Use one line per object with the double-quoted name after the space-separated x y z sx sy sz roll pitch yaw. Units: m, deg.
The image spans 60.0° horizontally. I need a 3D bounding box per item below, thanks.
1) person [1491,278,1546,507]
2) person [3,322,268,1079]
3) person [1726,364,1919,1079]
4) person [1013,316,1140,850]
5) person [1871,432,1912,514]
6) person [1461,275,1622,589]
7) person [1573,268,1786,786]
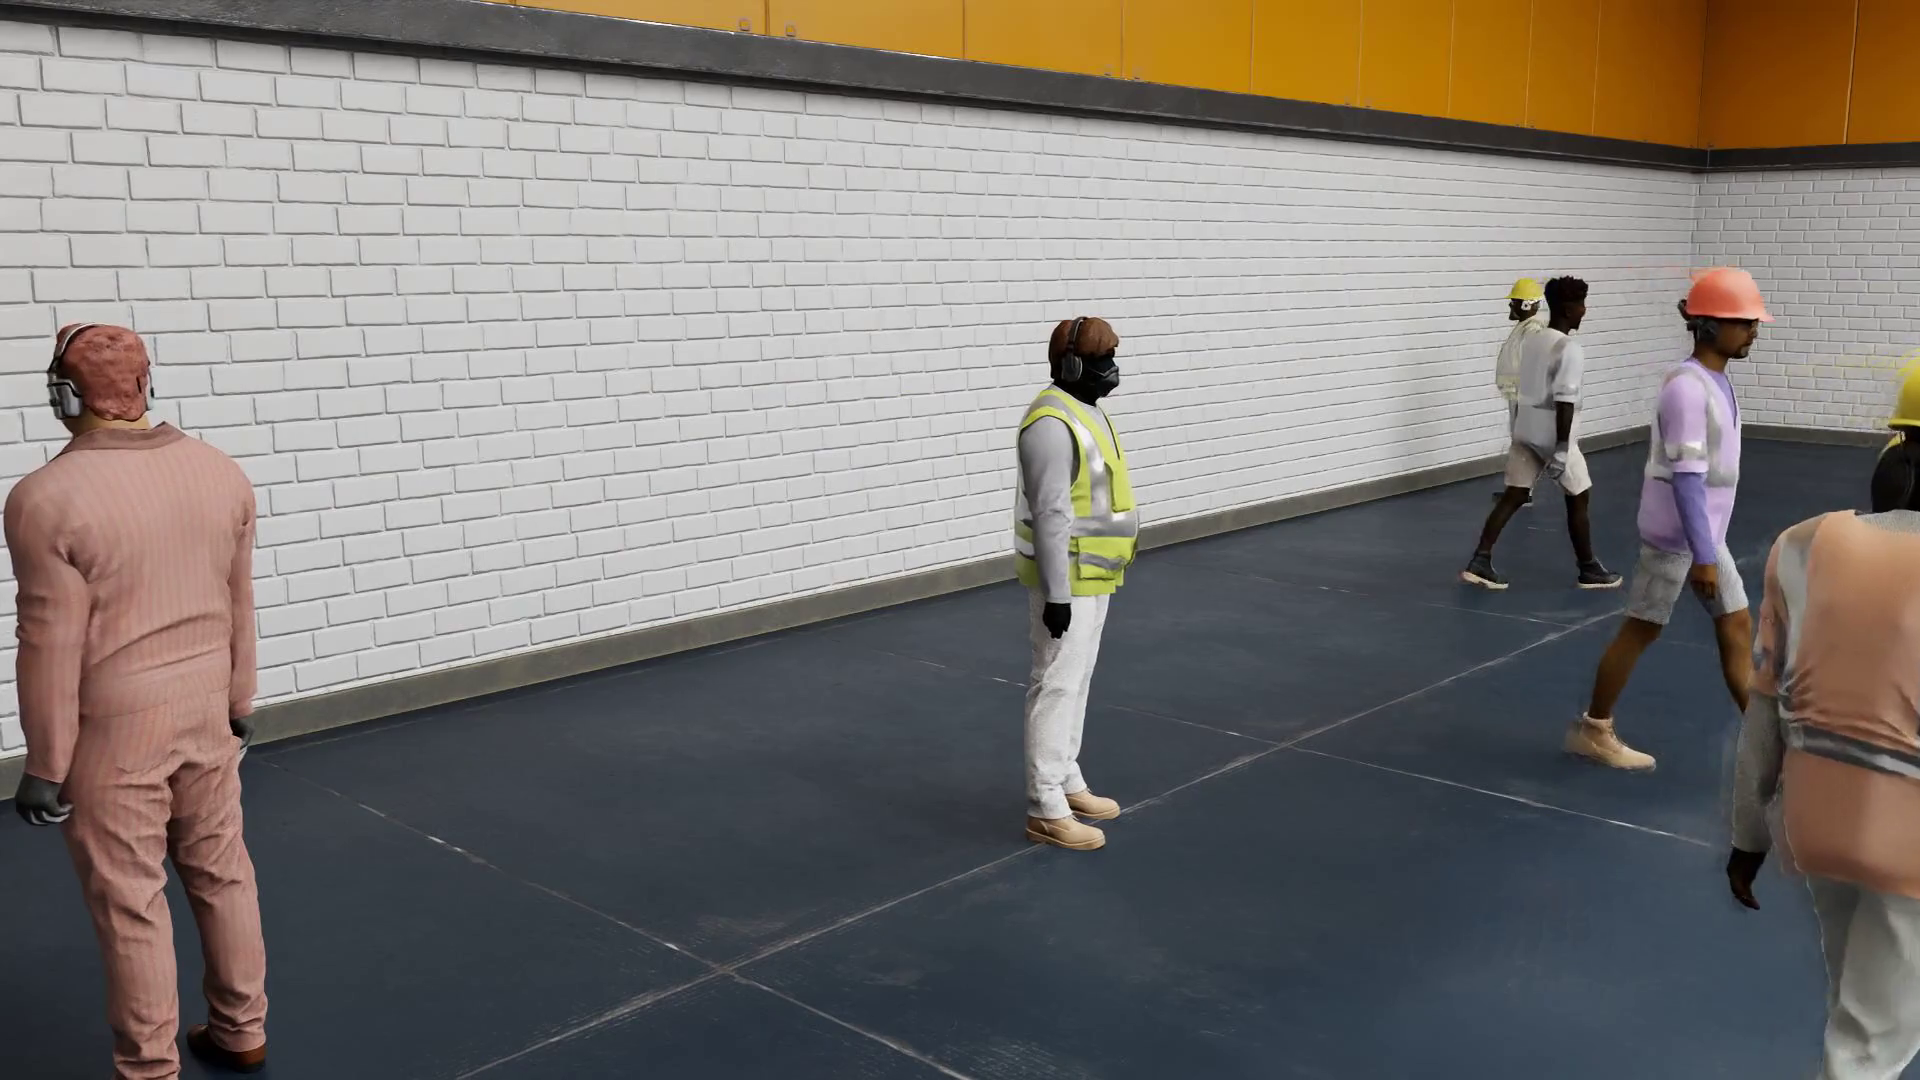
4.516 -1.183 13.405 0.403 1.834 0.589 2 10 14 "person"
-1.973 0.438 3.976 0.402 1.904 0.652 4 11 22 "person"
1.871 0.578 3.210 0.906 1.884 0.617 -5 11 -26 "person"
0.411 0.140 5.849 0.429 1.842 0.629 3 10 17 "person"
3.200 0.237 5.385 0.625 1.819 0.812 -3 11 -19 "person"
3.548 -0.637 10.058 0.997 1.924 0.602 -3 10 -17 "person"
2.884 -0.022 6.347 1.032 1.988 0.636 8 12 37 "person"
